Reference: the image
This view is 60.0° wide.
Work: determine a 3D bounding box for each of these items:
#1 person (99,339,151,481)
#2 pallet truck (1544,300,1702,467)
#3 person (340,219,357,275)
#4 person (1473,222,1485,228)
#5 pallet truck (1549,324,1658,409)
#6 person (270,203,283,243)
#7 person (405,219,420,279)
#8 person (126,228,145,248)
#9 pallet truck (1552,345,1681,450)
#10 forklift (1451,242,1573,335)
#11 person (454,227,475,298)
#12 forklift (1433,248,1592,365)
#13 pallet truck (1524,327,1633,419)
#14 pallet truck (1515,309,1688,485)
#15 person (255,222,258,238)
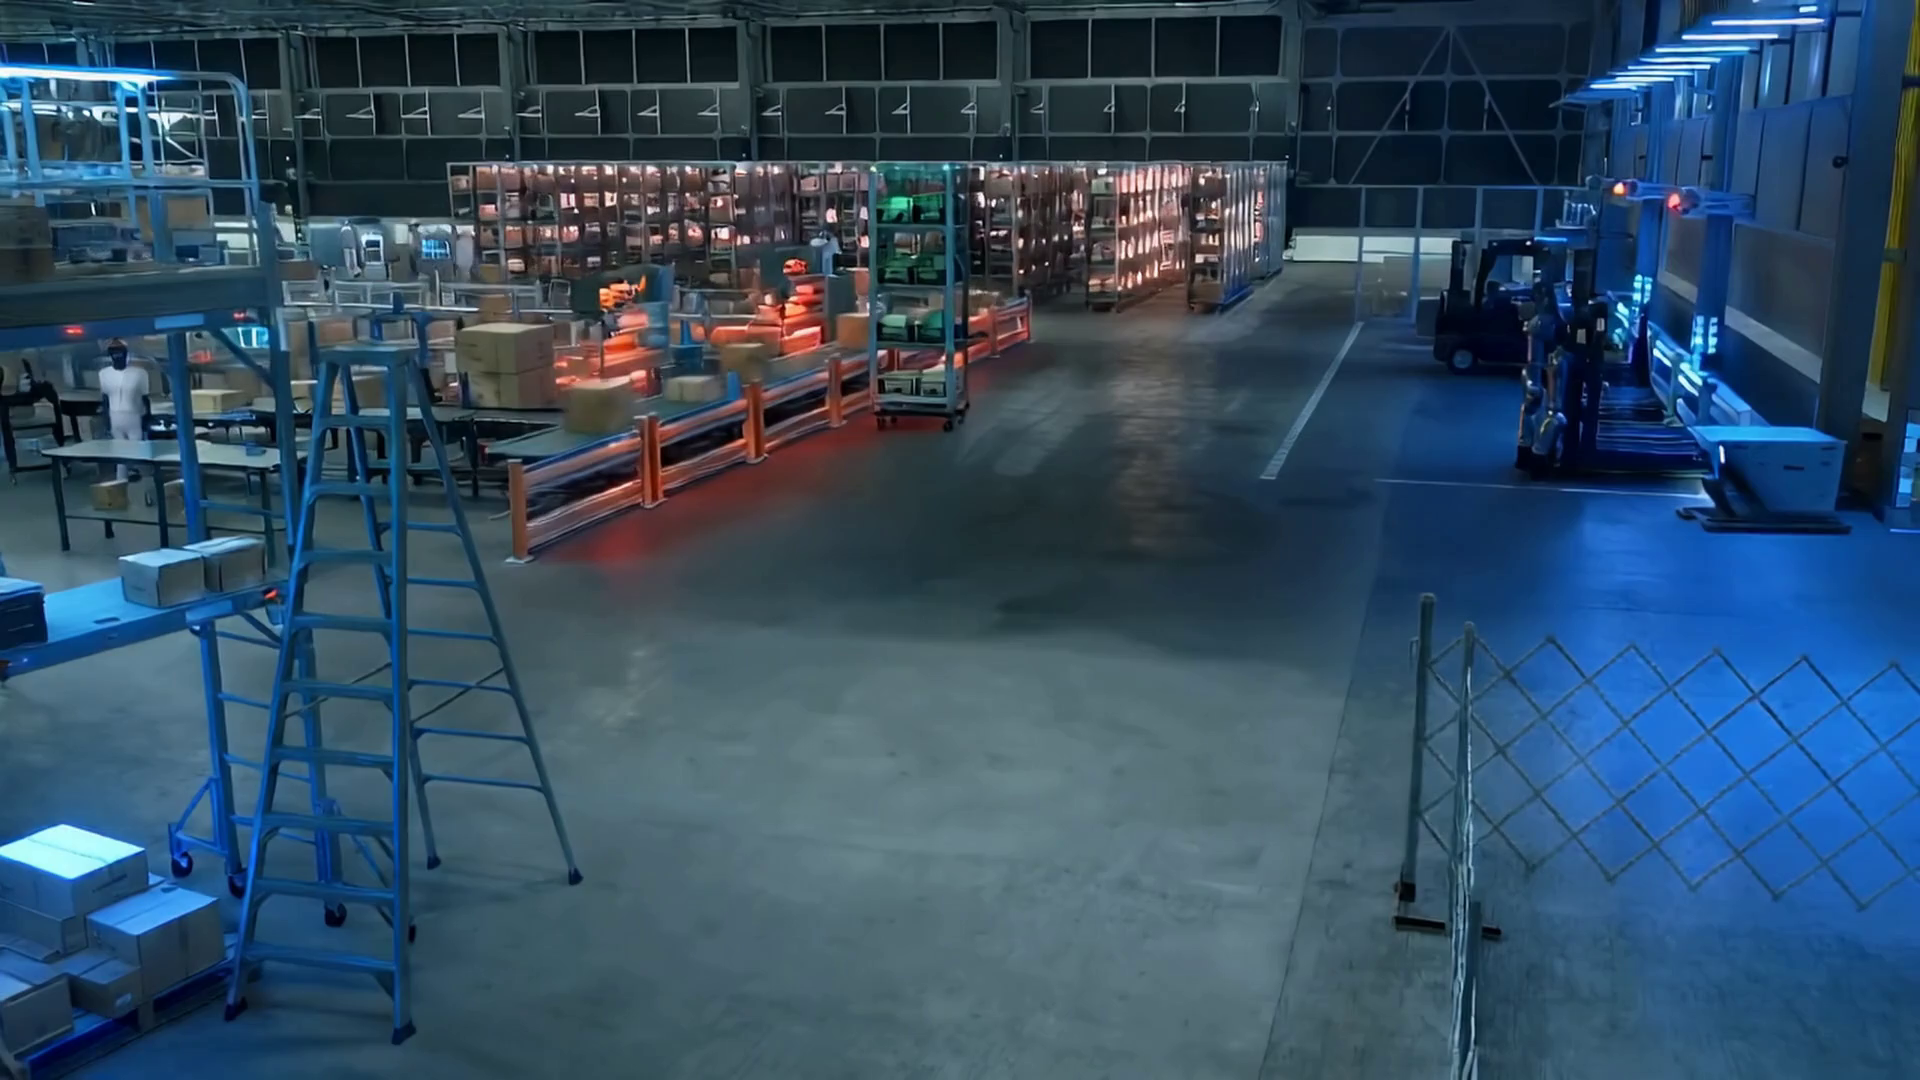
[{"bbox_3d":[-8.871,-1.209,17.703,0.509,1.872,0.328,-3,13,-12],"label":"person"},{"bbox_3d":[8.263,-1.952,20.631,1.885,1.965,0.823,5,14,20],"label":"pallet truck"},{"bbox_3d":[-19.522,-9.340,53.078,0.340,1.749,0.572,8,16,33],"label":"person"},{"bbox_3d":[14.274,-7.823,46.034,0.400,1.986,0.608,6,14,23],"label":"person"},{"bbox_3d":[9.824,-2.669,25.407,1.601,1.201,0.680,4,14,16],"label":"pallet truck"},{"bbox_3d":[-26.910,-12.260,65.351,0.547,1.906,0.857,6,14,24],"label":"person"},{"bbox_3d":[-16.828,-8.922,51.102,0.453,1.830,0.559,0,13,1],"label":"person"},{"bbox_3d":[-22.325,-7.553,45.216,0.432,1.813,0.614,4,14,18],"label":"person"},{"bbox_3d":[8.641,-1.896,21.908,1.630,1.274,0.653,4,14,16],"label":"pallet truck"},{"bbox_3d":[10.464,-4.597,31.405,2.680,1.987,1.157,4,14,16],"label":"forklift"},{"bbox_3d":[-13.325,-7.406,44.428,0.792,1.880,0.671,3,13,14],"label":"person"},{"bbox_3d":[9.780,-4.111,29.280,2.680,1.987,1.157,3,13,14],"label":"forklift"},{"bbox_3d":[9.065,-2.460,24.370,1.522,1.261,0.704,3,13,14],"label":"pallet truck"},{"bbox_3d":[7.554,-1.677,19.446,1.885,1.965,0.823,3,13,14],"label":"pallet truck"},{"bbox_3d":[-25.736,-11.247,61.421,0.504,1.703,0.859,-11,17,-41],"label":"person"}]
